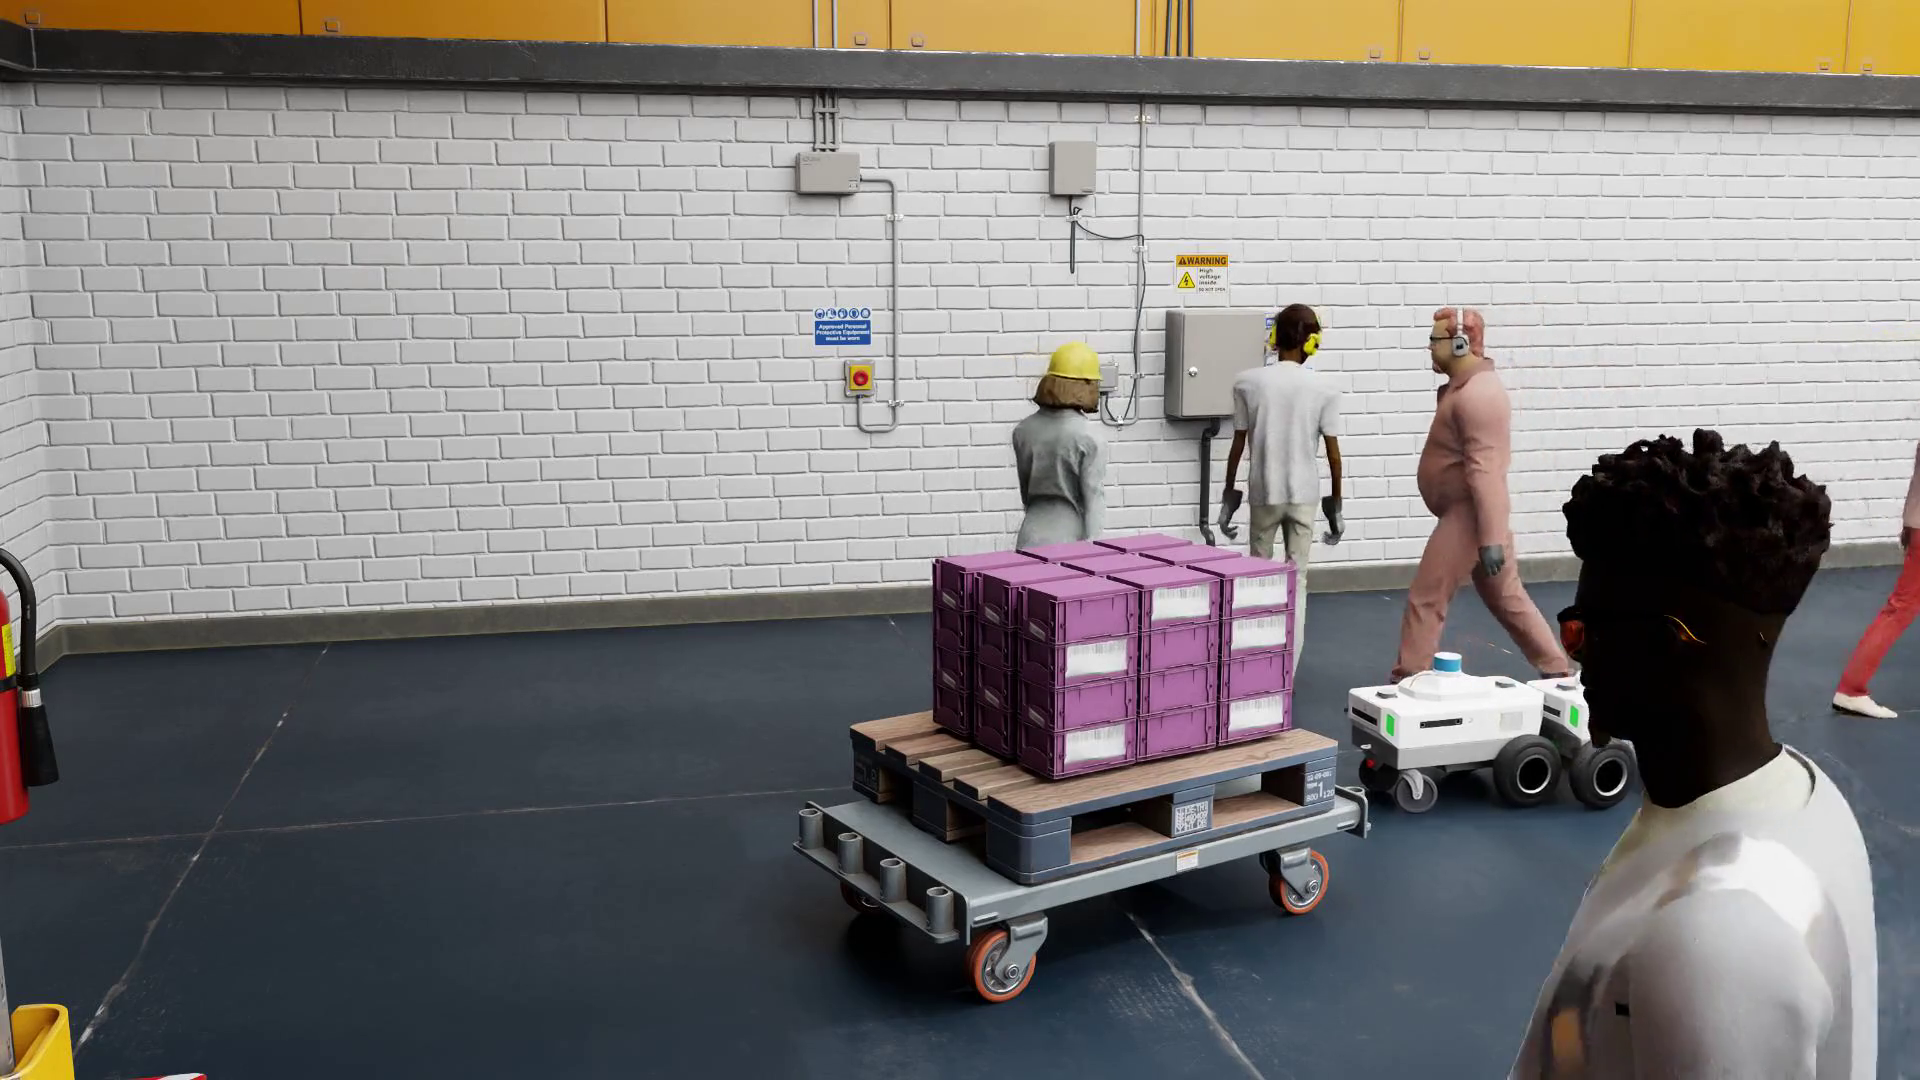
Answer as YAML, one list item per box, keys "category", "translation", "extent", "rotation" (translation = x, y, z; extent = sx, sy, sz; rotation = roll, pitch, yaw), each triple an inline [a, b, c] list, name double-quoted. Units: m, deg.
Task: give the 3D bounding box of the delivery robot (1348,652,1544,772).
- category: "delivery robot"
  translation: [1.852, 0.673, 6.358]
  extent: [0.707, 0.478, 0.477]
  rotation: [-3, 11, -16]

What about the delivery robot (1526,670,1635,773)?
- category: "delivery robot"
  translation: [2.571, 0.653, 6.471]
  extent: [0.707, 0.478, 0.477]
  rotation: [-3, 11, -18]

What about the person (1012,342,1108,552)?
- category: "person"
  translation: [0.433, 0.045, 6.869]
  extent: [0.487, 1.715, 0.583]
  rotation: [7, 12, 34]

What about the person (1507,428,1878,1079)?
- category: "person"
  translation: [0.717, 0.849, 1.803]
  extent: [0.640, 1.931, 0.624]
  rotation: [6, 12, 31]

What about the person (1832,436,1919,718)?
- category: "person"
  translation: [4.371, -0.034, 7.328]
  extent: [0.921, 1.713, 0.543]
  rotation: [2, 11, 14]

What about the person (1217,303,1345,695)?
- category: "person"
  translation: [1.483, -0.165, 7.696]
  extent: [0.590, 1.840, 0.404]
  rotation: [3, 11, 15]

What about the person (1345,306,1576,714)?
- category: "person"
  translation: [2.288, -0.091, 7.272]
  extent: [1.010, 1.860, 0.658]
  rotation: [4, 11, 19]
